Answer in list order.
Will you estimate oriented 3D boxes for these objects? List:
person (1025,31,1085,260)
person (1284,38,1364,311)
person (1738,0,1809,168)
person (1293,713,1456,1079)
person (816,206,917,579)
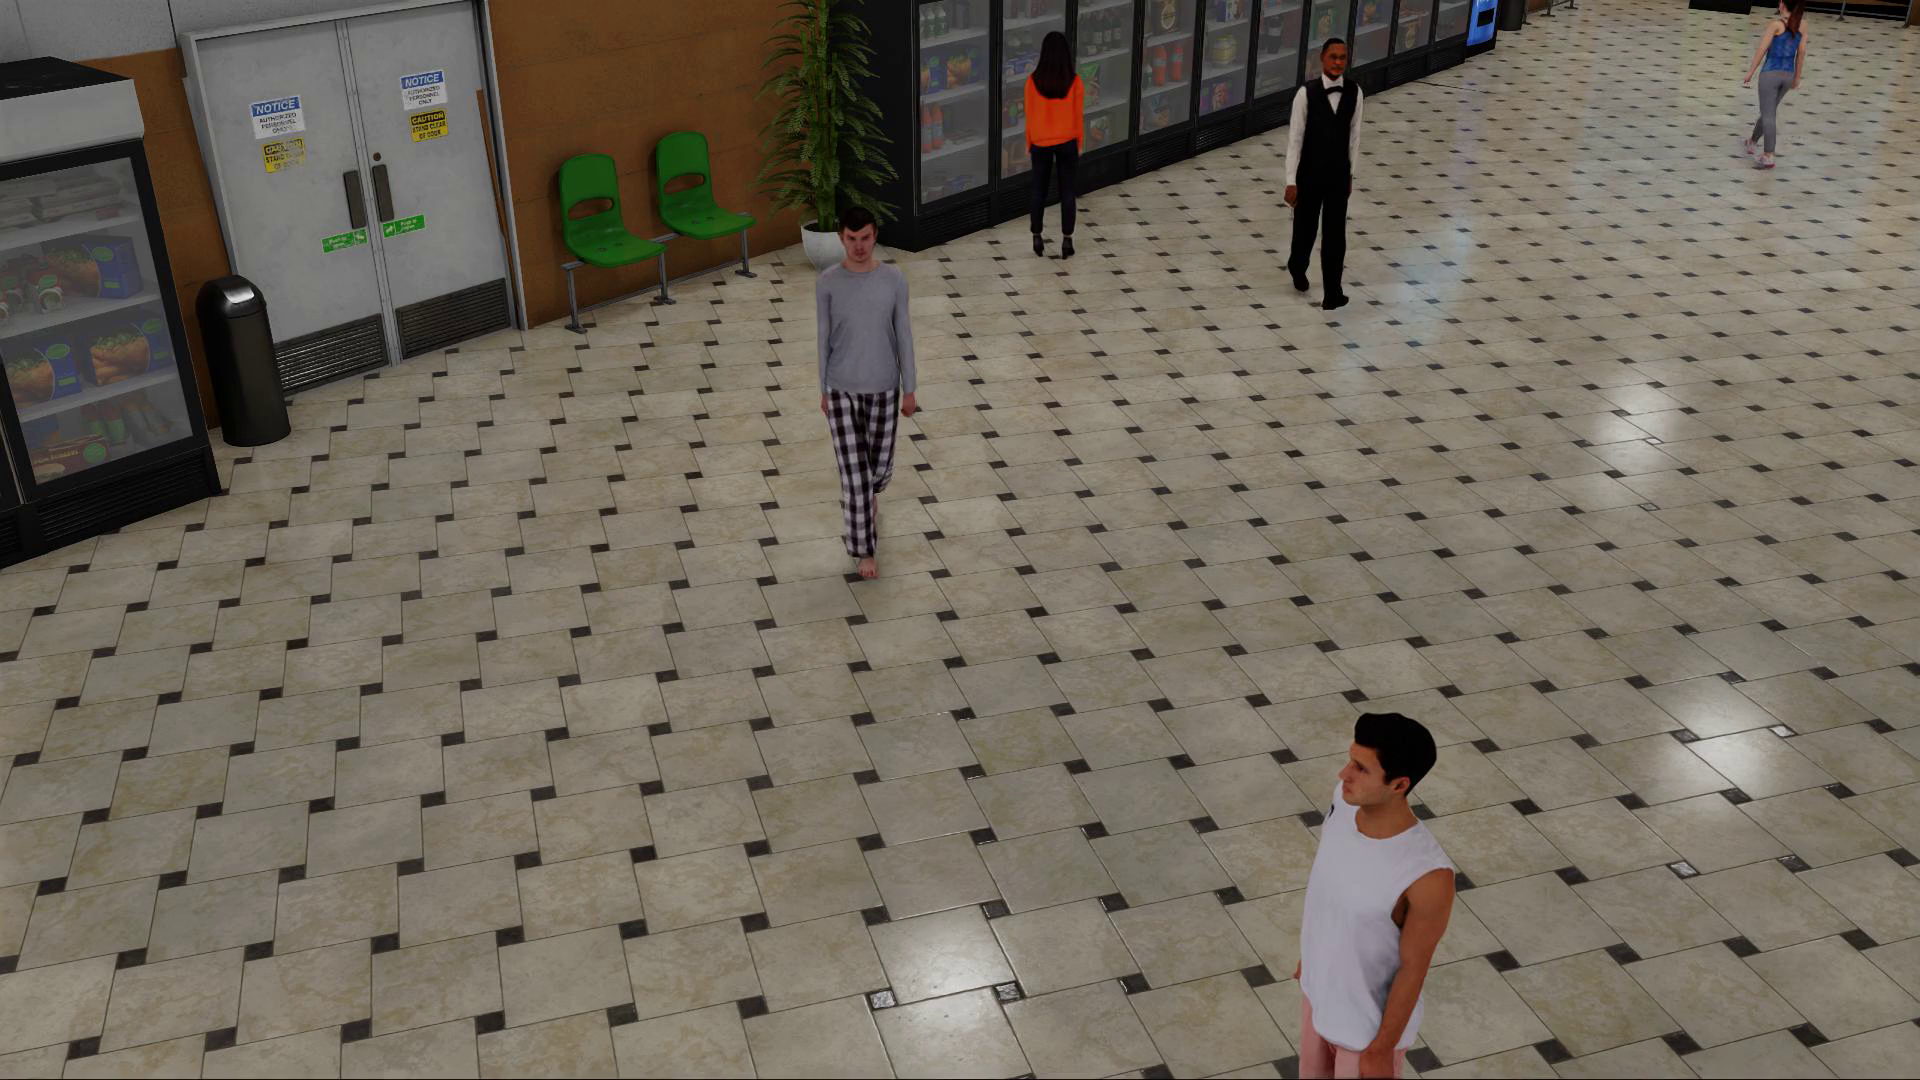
[{"bbox_3d":[0.738,-3.076,12.997,0.635,1.747,0.761,7,28,13],"label":"person"},{"bbox_3d":[2.578,-2.643,12.012,1.266,1.865,1.316,-2,27,-4],"label":"person"},{"bbox_3d":[7.695,-4.302,15.596,0.895,1.583,1.009,-6,27,-11],"label":"person"},{"bbox_3d":[1.087,1.222,4.475,0.793,1.789,0.696,-7,28,-14],"label":"person"},{"bbox_3d":[-0.487,-0.790,8.417,1.088,1.812,1.180,-4,27,-8],"label":"person"}]
